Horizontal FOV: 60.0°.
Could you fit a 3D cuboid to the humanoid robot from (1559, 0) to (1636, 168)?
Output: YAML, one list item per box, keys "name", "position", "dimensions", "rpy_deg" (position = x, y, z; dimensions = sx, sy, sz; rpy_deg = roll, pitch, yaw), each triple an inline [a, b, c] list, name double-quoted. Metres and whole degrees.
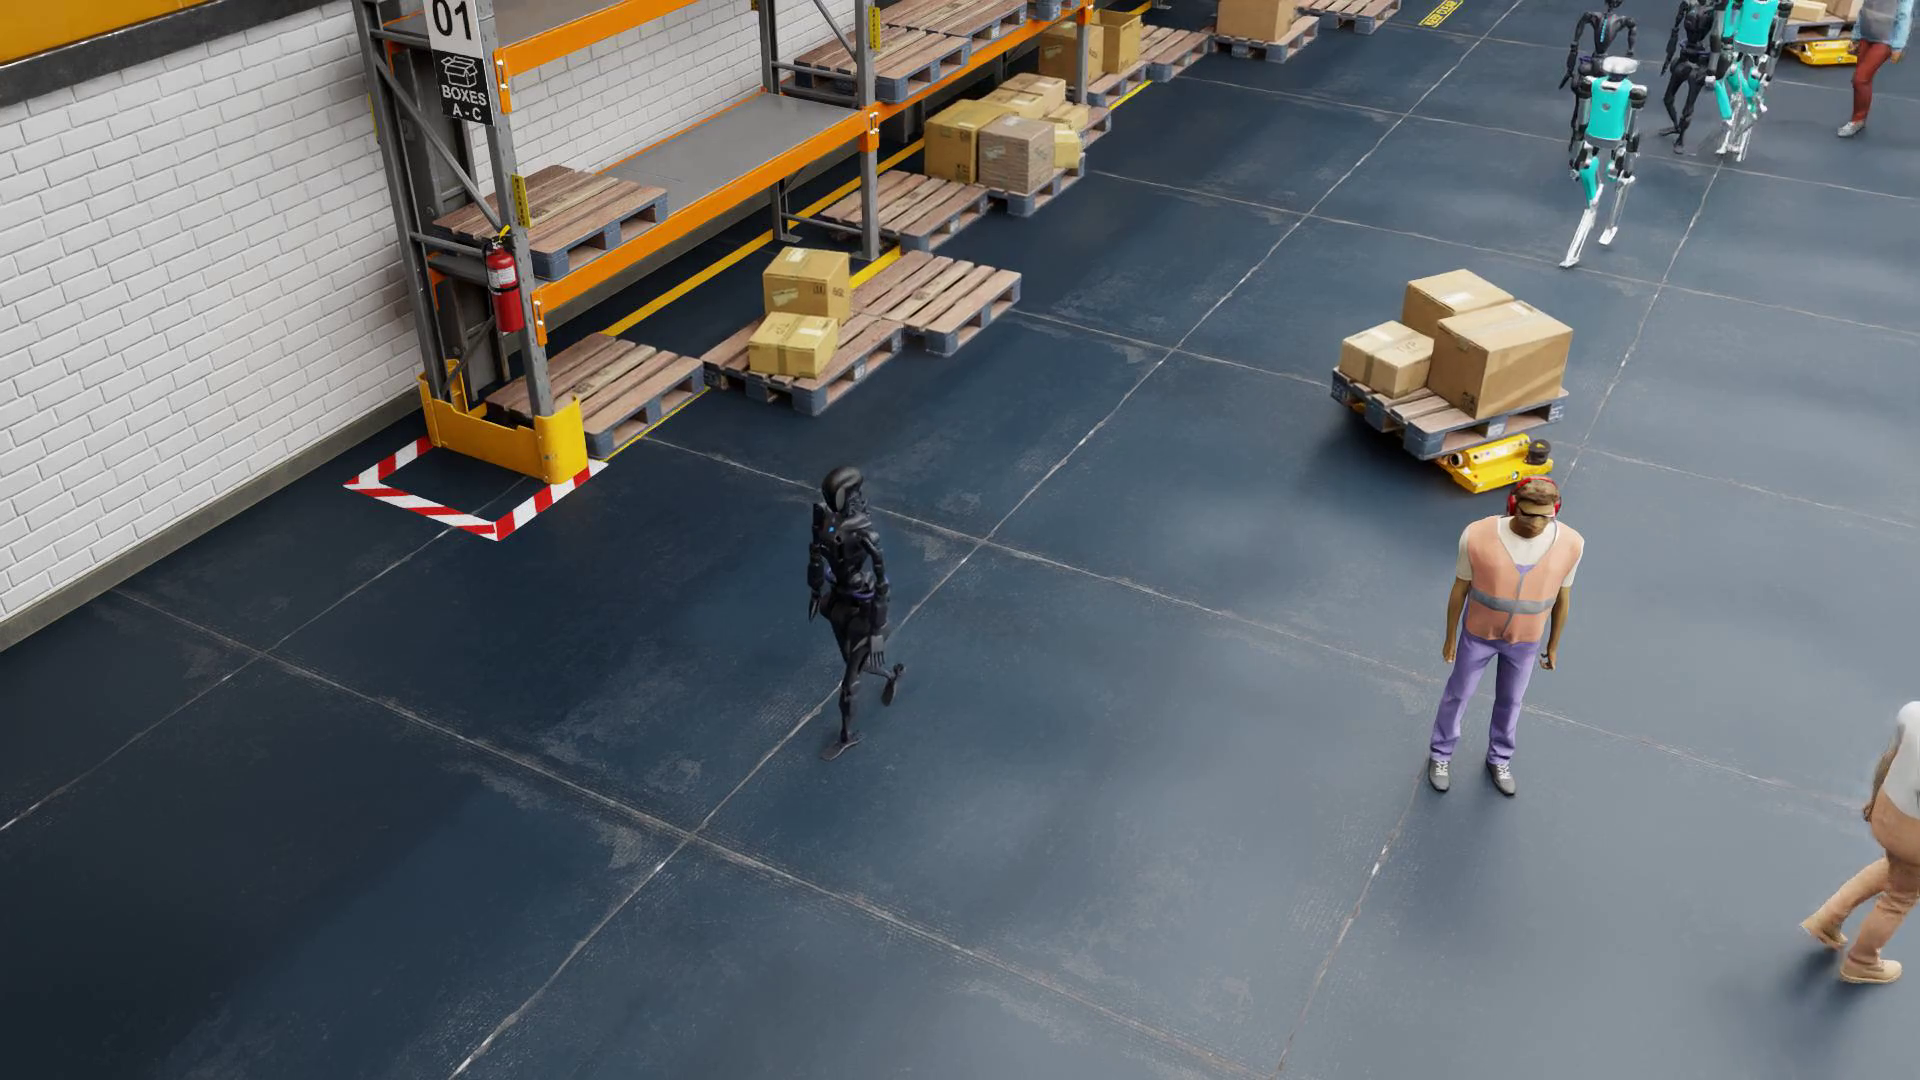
- name: "humanoid robot"
  position: [5.917, -4.329, 15.454]
  dimensions: [0.615, 1.625, 0.757]
  rpy_deg: [17, 37, 23]

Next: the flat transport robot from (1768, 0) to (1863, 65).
- name: "flat transport robot"
  position: [9.475, -5.653, 18.701]
  dimensions: [0.659, 0.231, 1.431]
  rpy_deg: [-5, 34, -8]

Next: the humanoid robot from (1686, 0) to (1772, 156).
- name: "humanoid robot"
  position: [7.238, -4.324, 15.377]
  dimensions: [0.540, 1.794, 0.756]
  rpy_deg: [-24, 40, -31]

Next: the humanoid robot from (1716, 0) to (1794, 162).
- name: "humanoid robot"
  position: [7.359, -4.408, 15.498]
  dimensions: [0.532, 1.814, 0.700]
  rpy_deg: [22, 39, 30]

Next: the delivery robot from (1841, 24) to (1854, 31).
- name: "delivery robot"
  position: [10.252, -5.845, 18.747]
  dimensions: [0.783, 0.611, 0.518]
  rpy_deg: [-25, 41, -33]

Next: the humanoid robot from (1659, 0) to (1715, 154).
- name: "humanoid robot"
  position: [6.936, -4.506, 15.696]
  dimensions: [0.484, 1.644, 0.611]
  rpy_deg: [-15, 36, -22]

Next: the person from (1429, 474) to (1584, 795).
- name: "person"
  position: [2.620, 0.446, 8.056]
  dimensions: [0.559, 1.836, 0.391]
  rpy_deg: [3, 34, 5]

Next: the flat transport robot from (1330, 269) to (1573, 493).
- name: "flat transport robot"
  position: [3.300, -0.792, 11.346]
  dimensions: [0.659, 0.231, 1.431]
  rpy_deg: [-15, 36, -22]

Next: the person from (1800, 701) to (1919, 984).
- name: "person"
  position: [4.029, 1.215, 6.977]
  dimensions: [0.371, 1.730, 0.493]
  rpy_deg: [-1, 33, -2]

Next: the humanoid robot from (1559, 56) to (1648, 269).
- name: "humanoid robot"
  position: [5.326, -3.123, 13.597]
  dimensions: [0.539, 1.783, 1.031]
  rpy_deg: [25, 41, 33]

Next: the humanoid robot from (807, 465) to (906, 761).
- name: "humanoid robot"
  position: [-0.498, 0.304, 8.432]
  dimensions: [0.585, 1.636, 0.677]
  rpy_deg: [28, 43, 36]

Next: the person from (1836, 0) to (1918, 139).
- name: "person"
  position: [8.744, -4.780, 15.935]
  dimensions: [0.585, 1.855, 0.574]
  rpy_deg: [-7, 34, -10]
